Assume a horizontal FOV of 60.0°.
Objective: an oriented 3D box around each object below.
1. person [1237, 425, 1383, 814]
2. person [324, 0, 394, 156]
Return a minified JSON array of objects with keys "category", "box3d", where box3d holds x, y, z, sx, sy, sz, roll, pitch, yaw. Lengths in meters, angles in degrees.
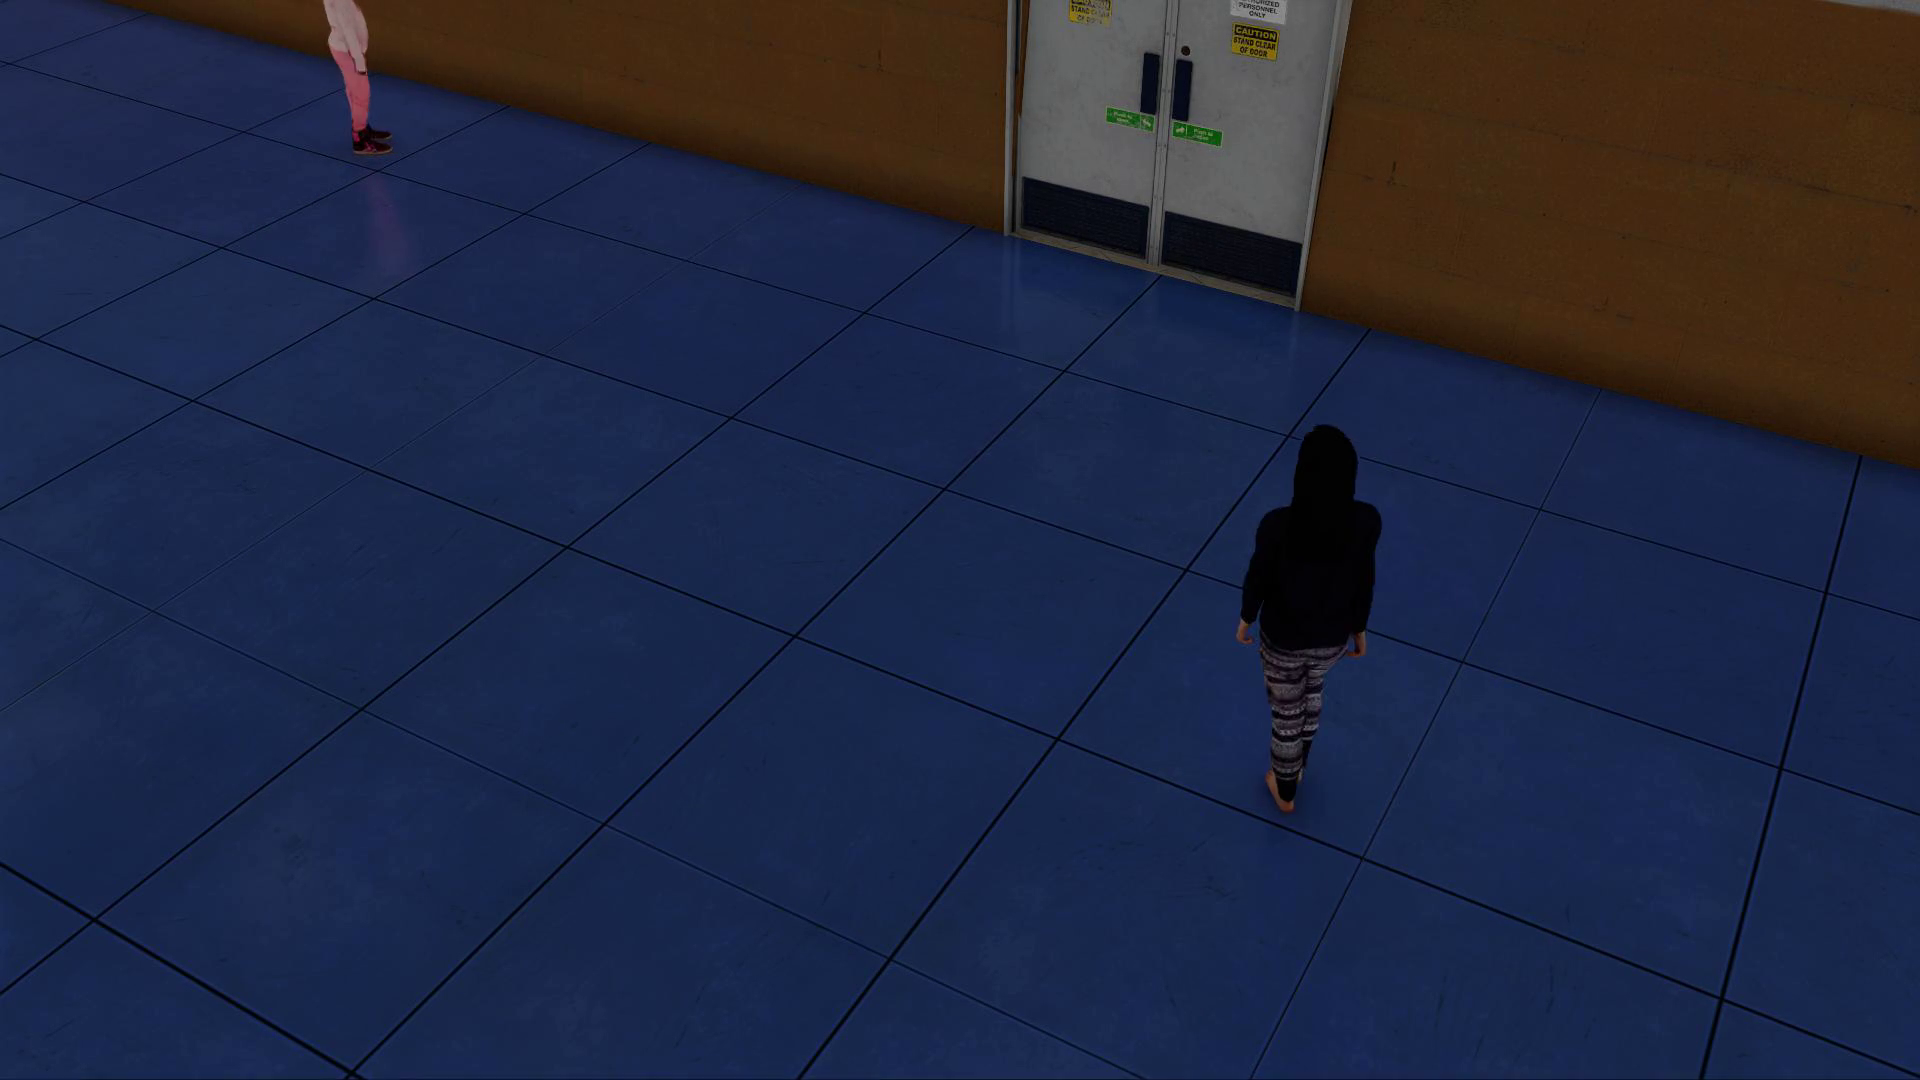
[{"category":"person","box3d":[1.303,0.372,6.159,0.756,1.725,0.796,-3,37,-5]},{"category":"person","box3d":[-4.187,-3.354,11.354,0.707,1.449,0.681,-18,41,-22]}]
